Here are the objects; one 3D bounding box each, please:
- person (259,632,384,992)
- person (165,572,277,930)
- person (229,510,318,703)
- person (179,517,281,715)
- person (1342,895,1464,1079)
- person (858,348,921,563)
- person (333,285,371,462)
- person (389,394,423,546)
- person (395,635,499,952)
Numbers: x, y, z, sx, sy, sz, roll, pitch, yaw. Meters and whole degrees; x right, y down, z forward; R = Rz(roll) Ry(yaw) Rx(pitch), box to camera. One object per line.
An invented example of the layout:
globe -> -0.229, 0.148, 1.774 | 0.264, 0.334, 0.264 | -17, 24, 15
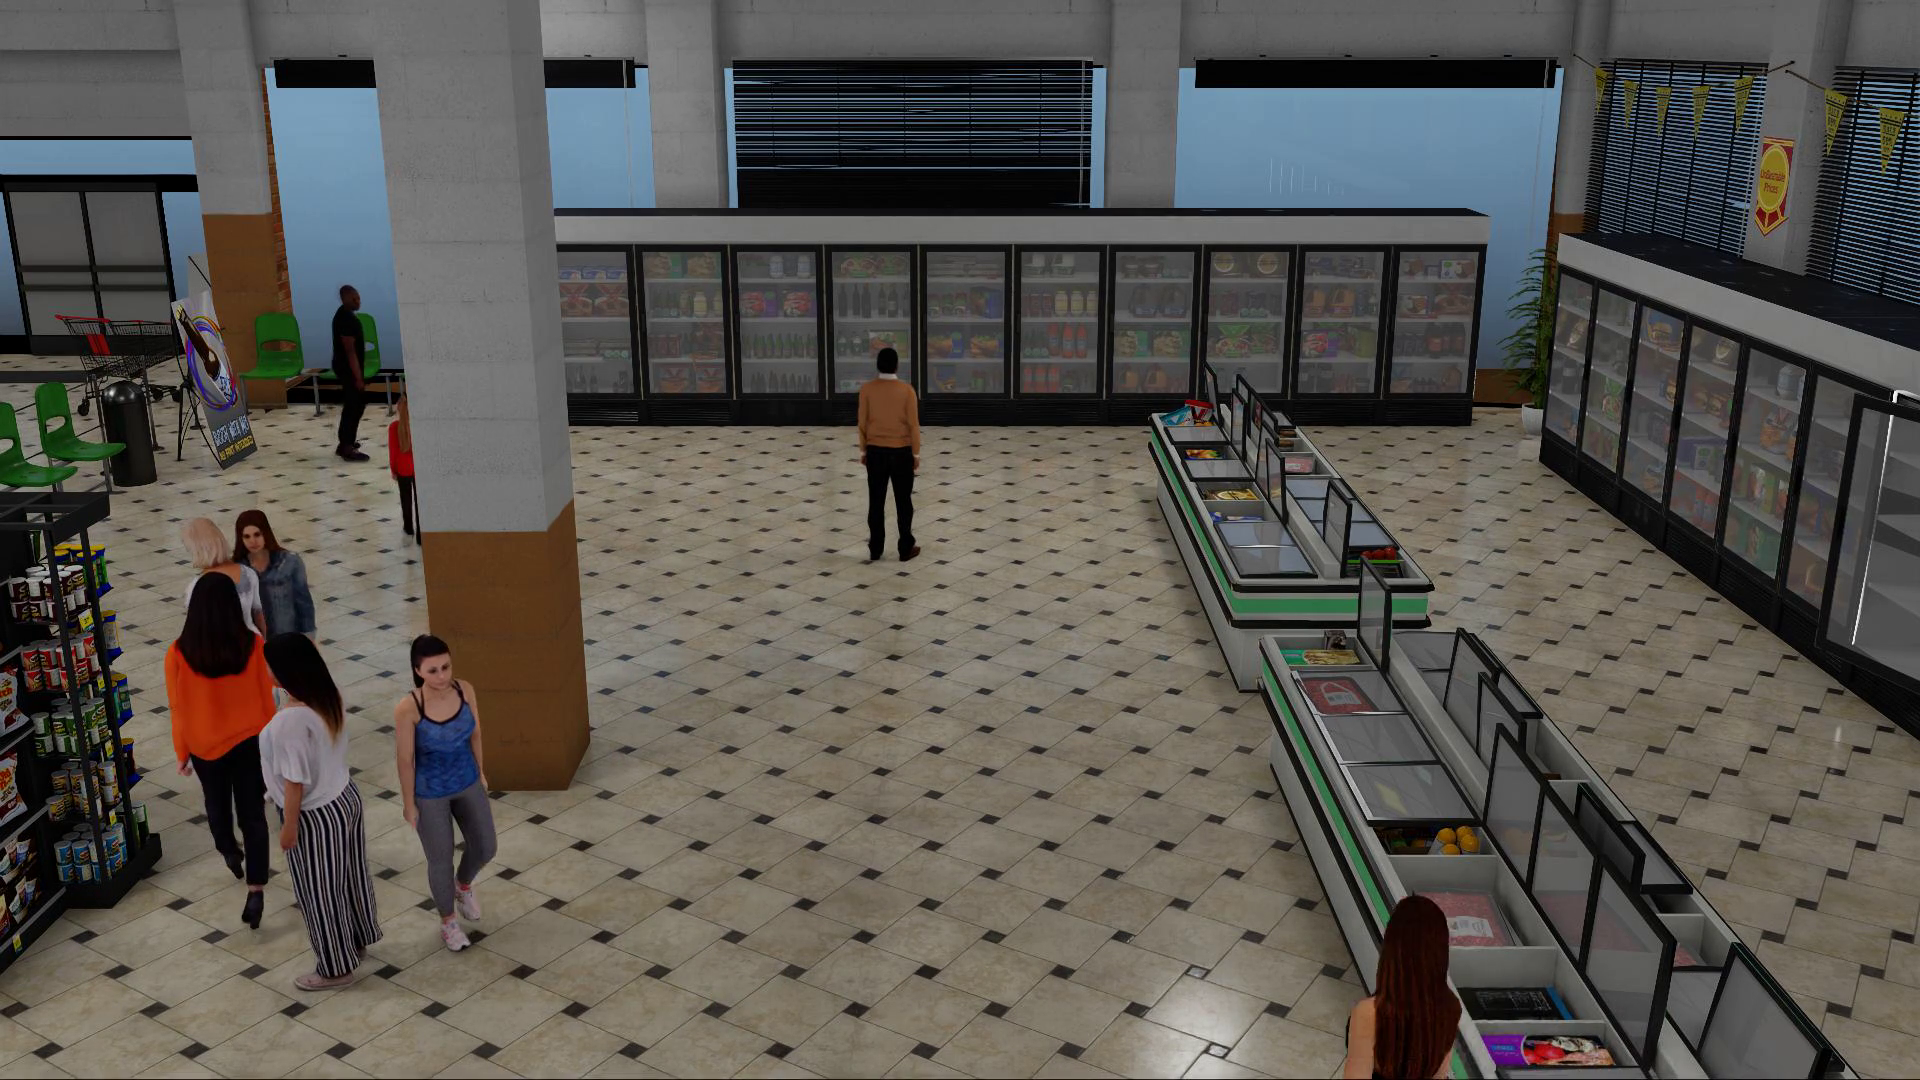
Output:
person -> -2.880, 1.195, 7.459 | 0.737, 1.684, 0.550 | 1, 17, 3
person -> -3.469, 1.039, 7.949 | 0.939, 1.699, 1.200 | -9, 19, -26
person -> -3.902, 0.599, 9.471 | 0.826, 1.656, 0.985 | -6, 18, -19
person -> -3.816, 0.746, 8.925 | 1.166, 1.692, 1.134 | 16, 23, 42
person -> 1.326, 1.929, 5.011 | 0.700, 1.703, 0.705 | -8, 19, -24
person -> -0.579, -0.698, 13.576 | 0.697, 1.753, 0.624 | 3, 17, 9
person -> -6.180, -1.671, 16.729 | 0.976, 1.782, 0.740 | -10, 20, -31
person -> -4.619, -0.579, 14.019 | 0.642, 1.267, 0.814 | -5, 18, -16
person -> -2.419, 1.154, 7.761 | 0.774, 1.588, 0.838 | -15, 22, -40
